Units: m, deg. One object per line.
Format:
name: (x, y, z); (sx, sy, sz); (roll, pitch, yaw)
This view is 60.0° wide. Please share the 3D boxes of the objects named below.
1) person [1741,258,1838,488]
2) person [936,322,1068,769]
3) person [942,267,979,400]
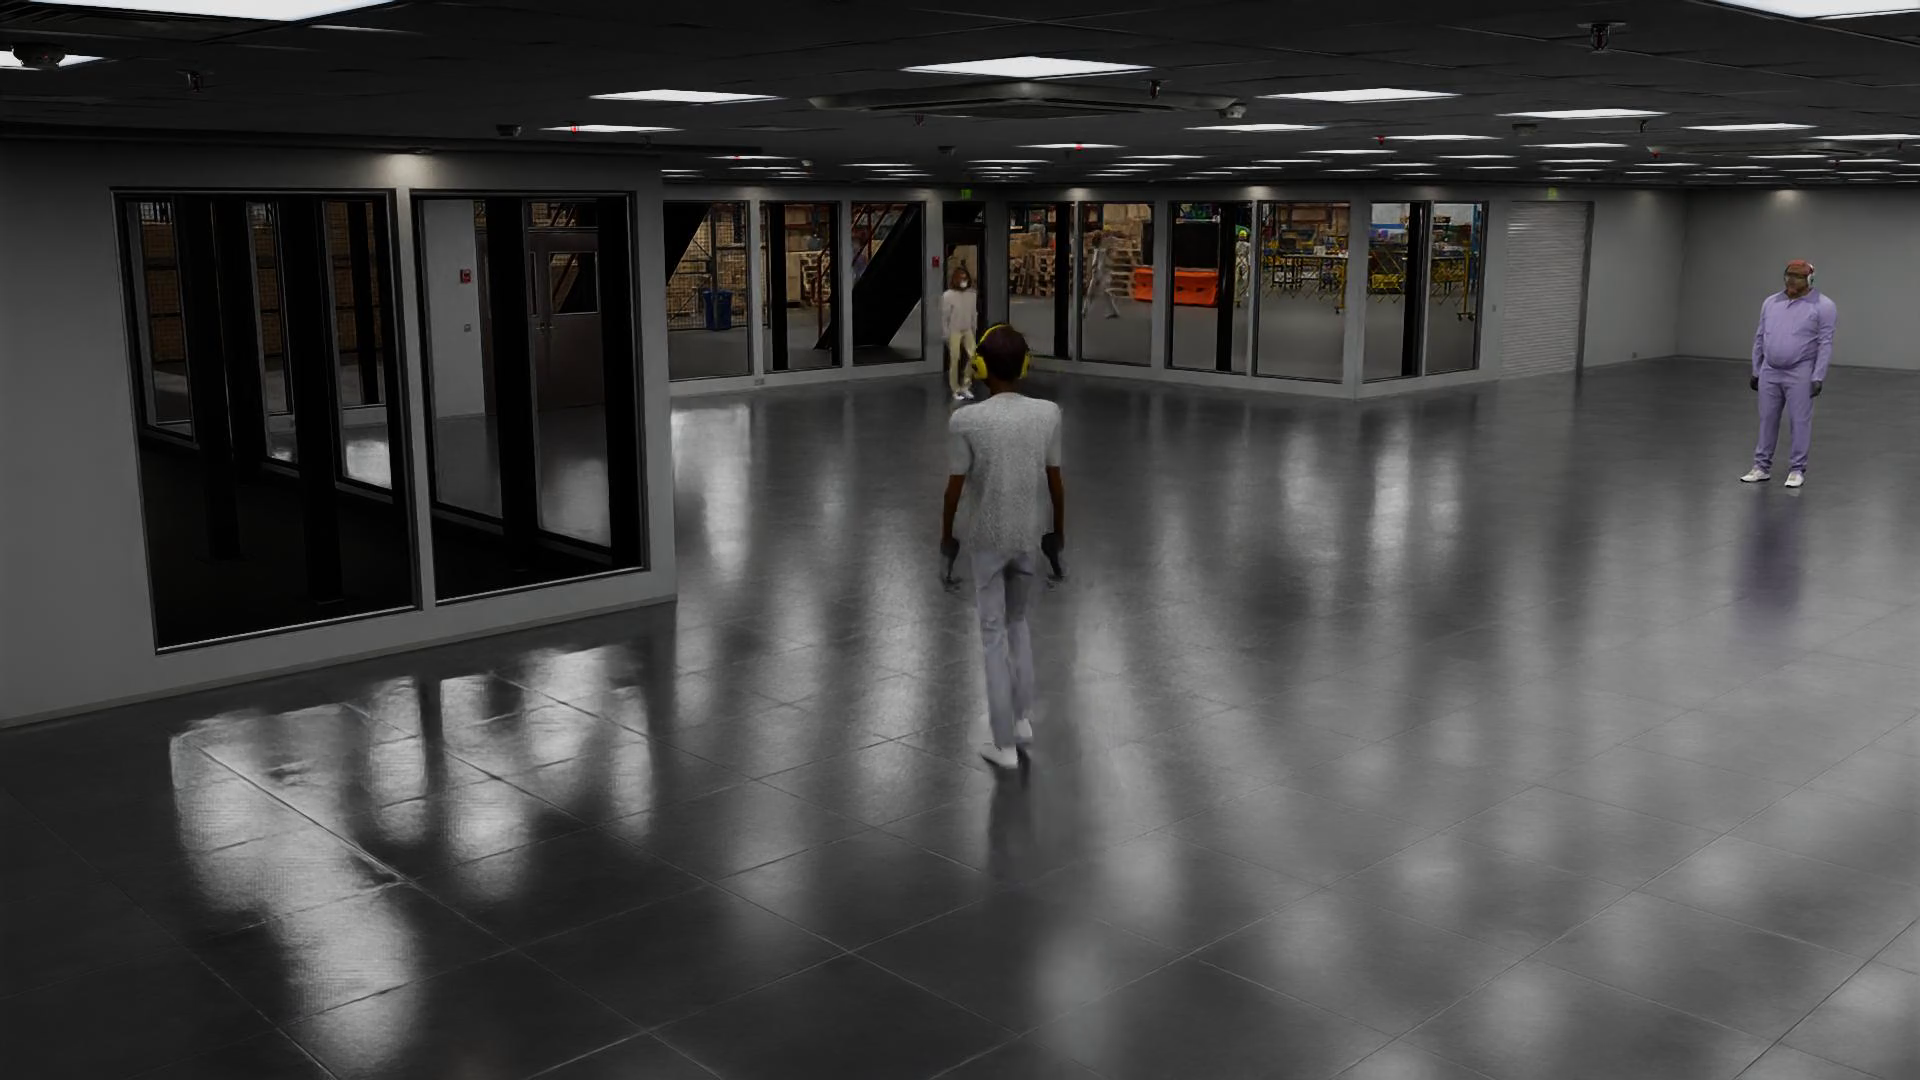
person: (6.962, -1.405, 13.994); (0.410, 1.913, 0.643); (-9, 14, -38)
person: (0.158, 0.025, 6.965); (0.552, 1.857, 0.494); (-4, 12, -21)
person: (0.011, -2.491, 20.160); (0.518, 1.610, 0.439); (-7, 13, -30)
